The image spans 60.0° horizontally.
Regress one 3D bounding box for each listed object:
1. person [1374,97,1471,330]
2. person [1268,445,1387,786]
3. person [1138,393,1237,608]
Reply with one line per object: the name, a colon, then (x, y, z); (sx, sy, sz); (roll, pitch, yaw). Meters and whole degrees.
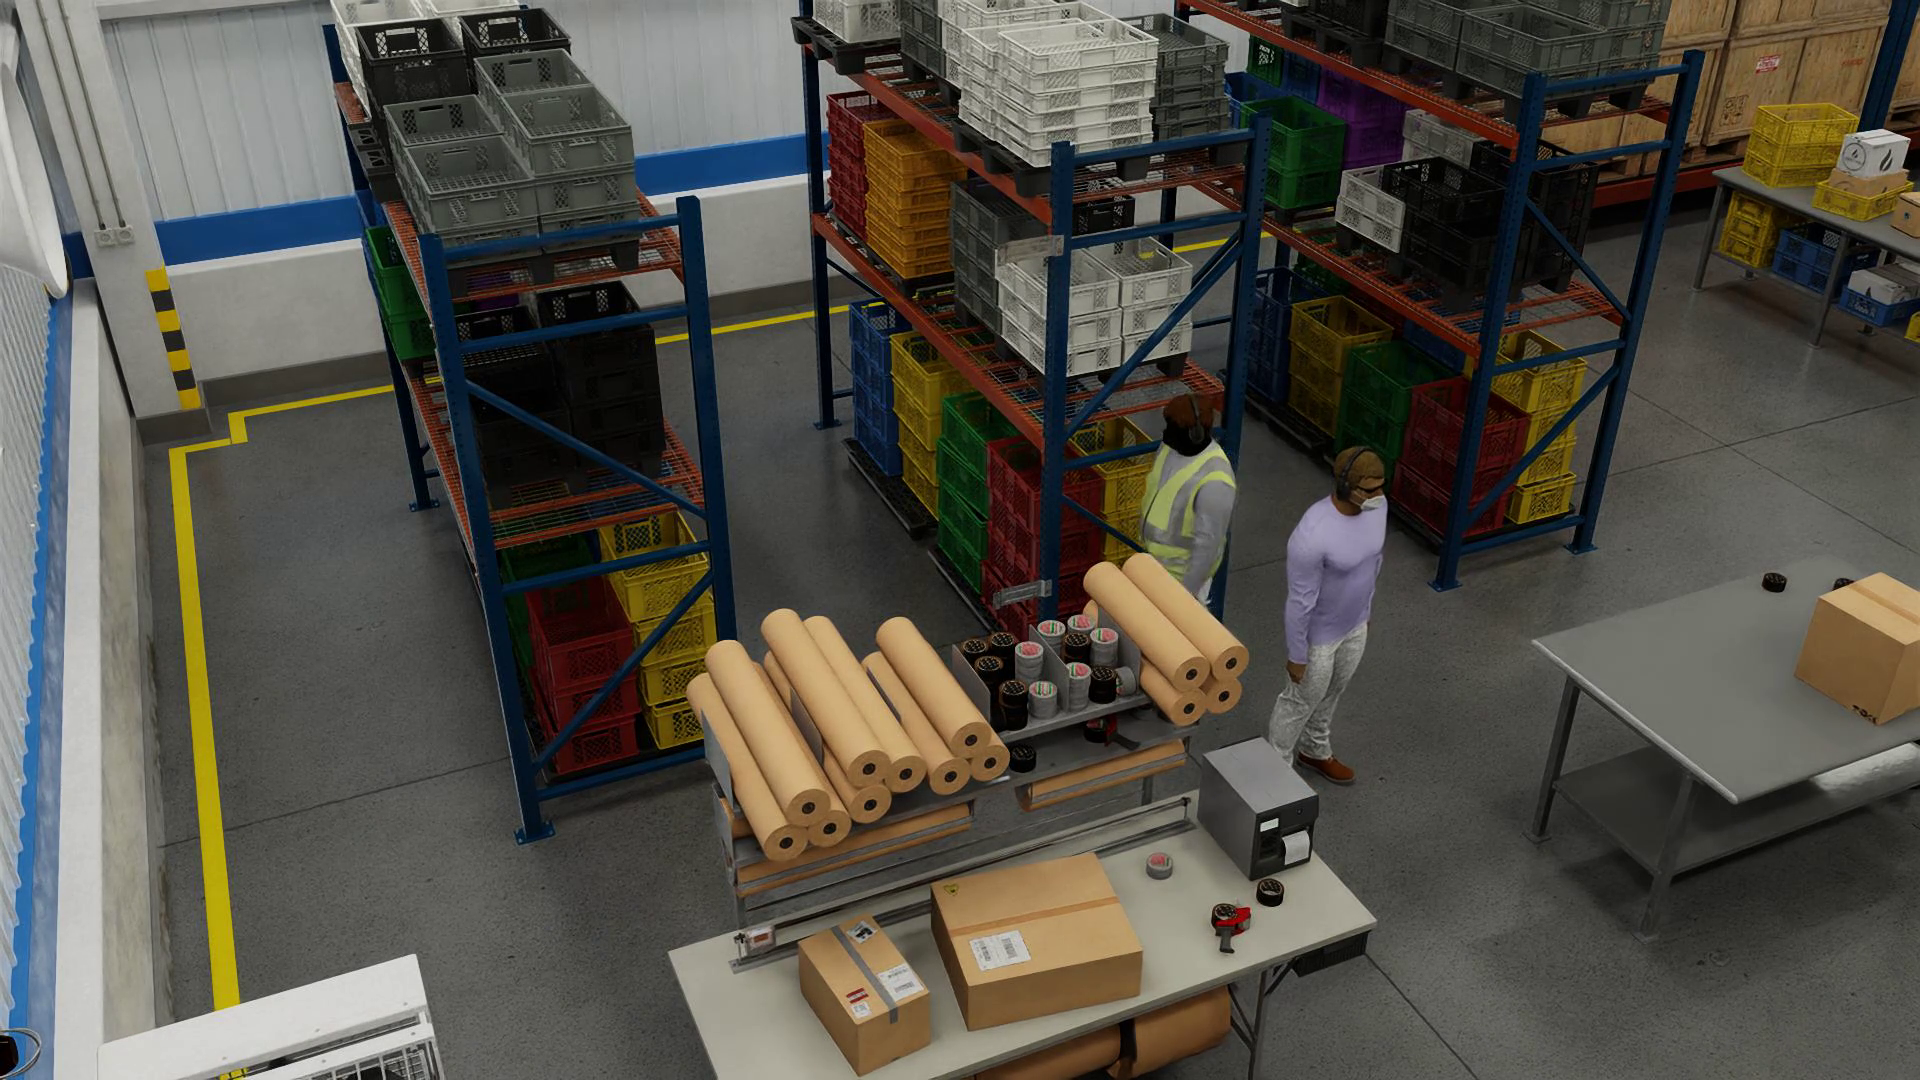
person: (3.435, -2.355, 12.267); (0.578, 1.870, 0.578); (11, 33, 18)
person: (1.707, 0.408, 7.711); (0.628, 1.931, 0.358); (-26, 40, -35)
person: (1.094, 0.104, 8.302); (0.449, 1.833, 0.641); (-9, 33, -14)
